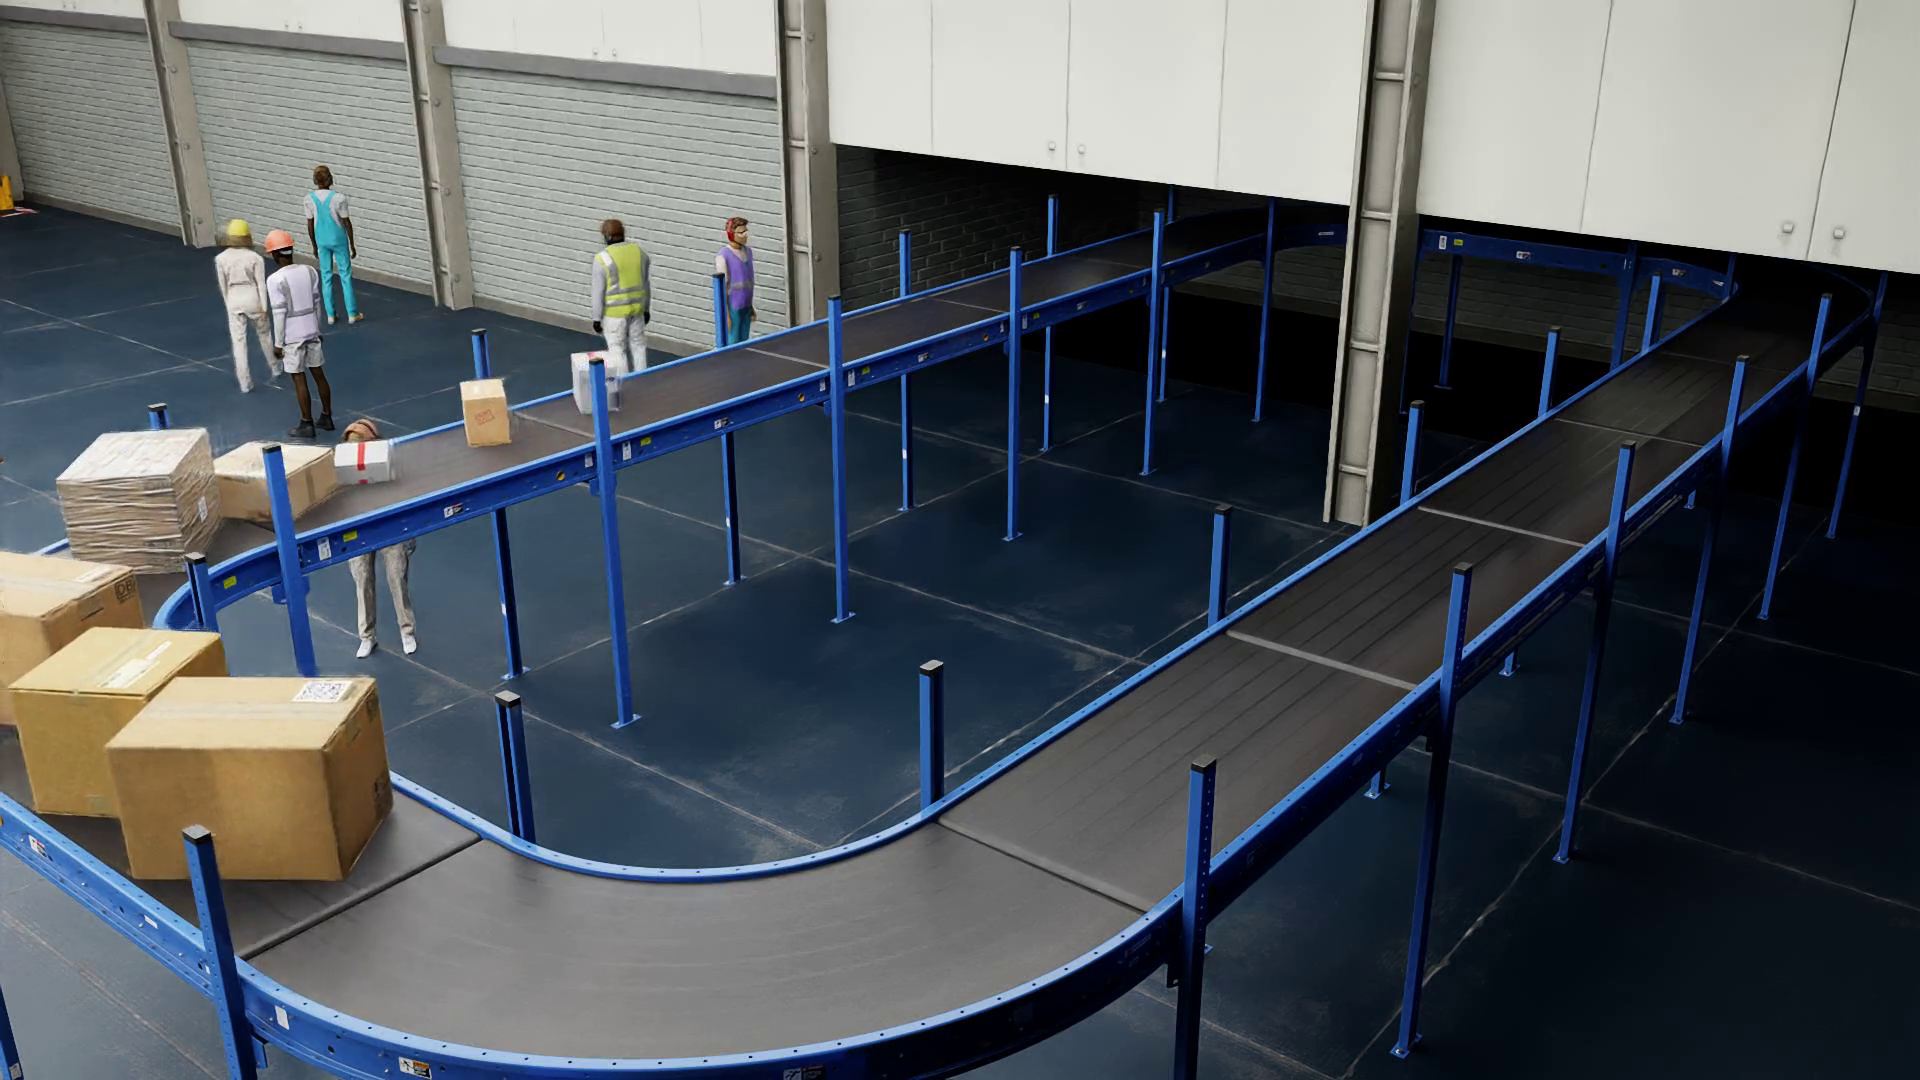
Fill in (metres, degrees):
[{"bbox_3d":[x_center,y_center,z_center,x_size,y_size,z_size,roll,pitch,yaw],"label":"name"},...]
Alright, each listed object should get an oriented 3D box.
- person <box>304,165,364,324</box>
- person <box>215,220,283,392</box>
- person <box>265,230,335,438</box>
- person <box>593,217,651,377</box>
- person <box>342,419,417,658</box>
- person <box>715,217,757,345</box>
[{"bbox_3d":[-7.320,-3.440,19.412,0.508,1.846,0.345,-2,22,-4],"label":"person"},{"bbox_3d":[-7.290,-2.415,17.009,0.499,1.694,0.889,-3,22,-8],"label":"person"},{"bbox_3d":[-6.143,-1.903,15.395,0.375,1.928,0.542,11,24,25],"label":"person"},{"bbox_3d":[-3.337,-2.269,16.458,0.634,1.839,0.431,-19,29,-40],"label":"person"},{"bbox_3d":[-3.856,-0.011,10.979,0.523,1.636,0.310,-4,22,-11],"label":"person"},{"bbox_3d":[-2.213,-2.280,16.461,0.396,1.847,0.565,8,23,20],"label":"person"}]
